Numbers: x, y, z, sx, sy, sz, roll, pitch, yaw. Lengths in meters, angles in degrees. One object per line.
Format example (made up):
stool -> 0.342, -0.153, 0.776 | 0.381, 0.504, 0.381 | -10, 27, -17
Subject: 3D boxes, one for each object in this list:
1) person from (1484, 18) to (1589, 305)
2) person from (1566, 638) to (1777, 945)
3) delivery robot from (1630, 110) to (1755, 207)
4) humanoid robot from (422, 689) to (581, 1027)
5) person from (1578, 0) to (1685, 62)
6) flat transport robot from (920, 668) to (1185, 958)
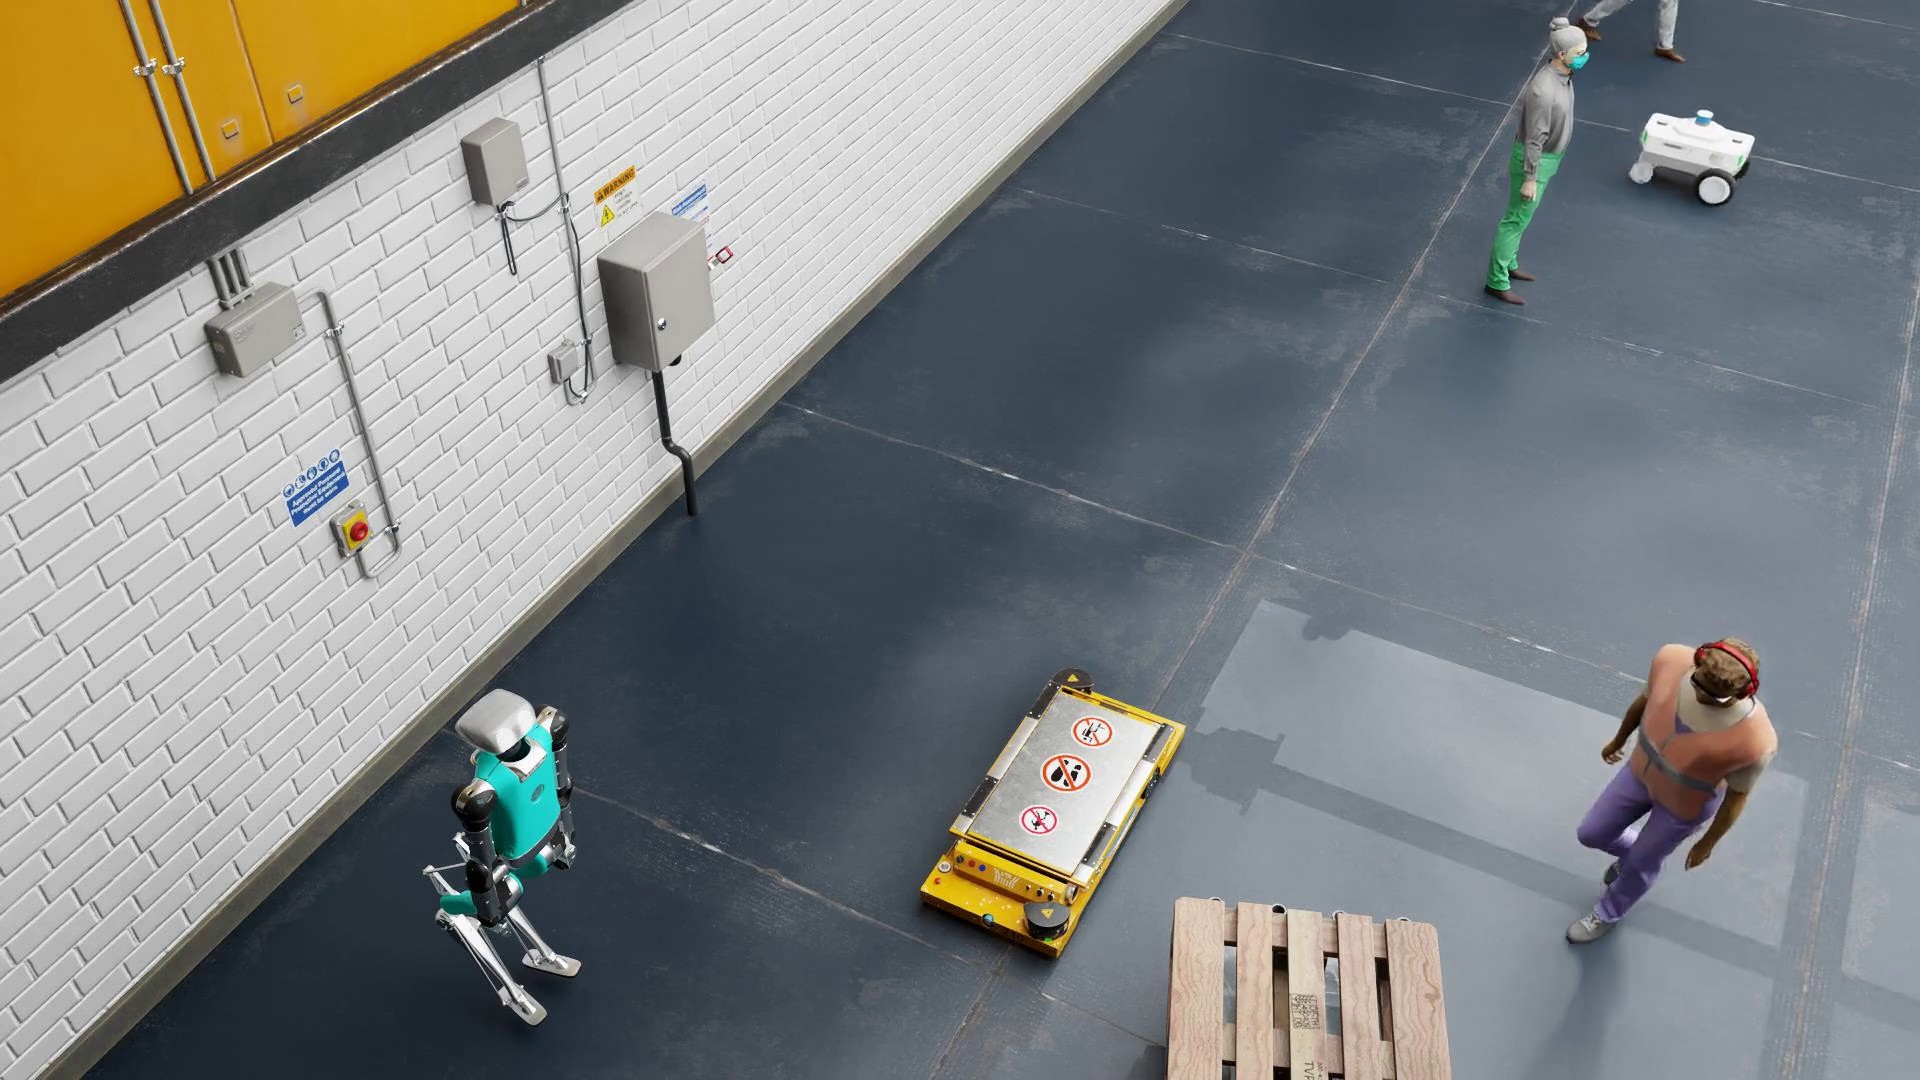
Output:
person -> 3.605, -2.363, 10.376 | 0.334, 1.839, 0.523 | 19, 44, 20
person -> 2.774, 0.977, 6.512 | 0.467, 1.816, 0.627 | -18, 44, -20
delivery robot -> 5.238, -2.736, 11.806 | 0.791, 0.614, 0.499 | 22, 45, 23
humanoid robot -> -1.786, 1.151, 6.277 | 0.735, 1.677, 0.533 | 19, 44, 21
person -> 5.499, -4.658, 13.215 | 0.862, 1.610, 0.456 | 32, 50, 32
flat transport robot -> 0.447, 1.178, 7.472 | 0.659, 0.231, 1.431 | 19, 44, 21
